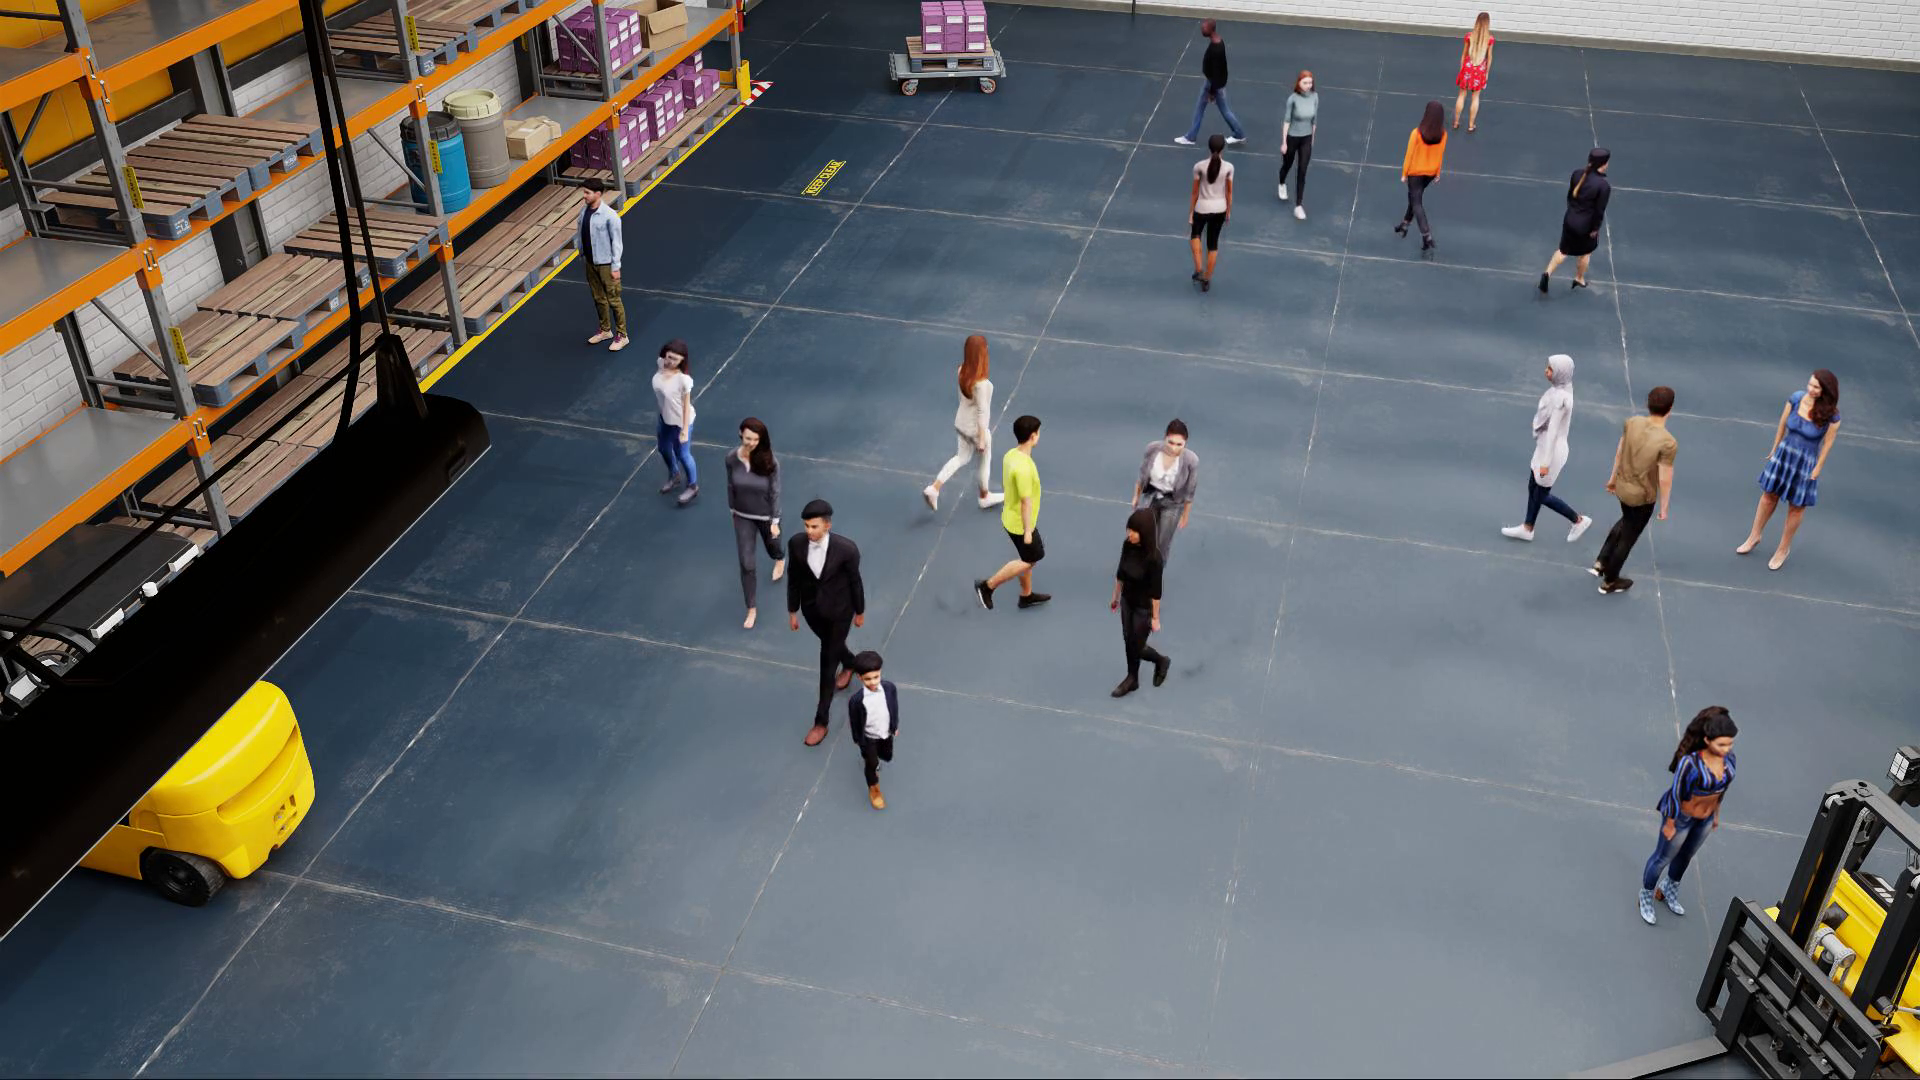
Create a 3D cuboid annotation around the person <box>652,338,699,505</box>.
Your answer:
[{"bbox_3d":[-2.447,-1.054,14.466,0.740,1.647,0.758,-19,38,-26],"label":"person"}]

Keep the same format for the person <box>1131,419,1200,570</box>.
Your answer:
[{"bbox_3d":[1.663,-0.297,13.325,0.734,1.650,0.719,18,38,25],"label":"person"}]

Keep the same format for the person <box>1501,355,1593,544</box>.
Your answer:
[{"bbox_3d":[4.989,-0.703,13.835,0.687,1.761,0.839,9,35,13],"label":"person"}]

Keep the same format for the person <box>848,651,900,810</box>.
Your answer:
[{"bbox_3d":[-0.600,1.247,11.396,0.728,1.215,0.806,-14,36,-20],"label":"person"}]

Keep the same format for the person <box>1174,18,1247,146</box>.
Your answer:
[{"bbox_3d":[3.437,-5.953,21.802,0.990,1.685,1.211,-1,34,-1],"label":"person"}]

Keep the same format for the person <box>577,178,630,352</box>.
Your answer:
[{"bbox_3d":[-3.653,-2.831,16.991,0.747,1.812,0.698,22,39,29],"label":"person"}]

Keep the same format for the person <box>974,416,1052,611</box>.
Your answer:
[{"bbox_3d":[0.406,-0.157,13.097,0.953,1.669,0.948,-4,34,-6],"label":"person"}]

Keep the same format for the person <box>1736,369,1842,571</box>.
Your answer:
[{"bbox_3d":[6.827,-0.589,13.623,0.804,1.805,0.758,-20,38,-27],"label":"person"}]

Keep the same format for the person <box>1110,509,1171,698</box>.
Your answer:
[{"bbox_3d":[1.376,0.446,12.224,0.835,1.631,0.770,-21,39,-28],"label":"person"}]

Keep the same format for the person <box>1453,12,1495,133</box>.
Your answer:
[{"bbox_3d":[6.922,-6.320,22.440,0.587,1.590,0.562,11,35,17],"label":"person"}]

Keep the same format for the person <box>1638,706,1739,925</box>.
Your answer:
[{"bbox_3d":[4.528,1.715,10.329,0.694,1.615,0.719,-10,35,-15],"label":"person"}]

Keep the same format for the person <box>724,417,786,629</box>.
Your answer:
[{"bbox_3d":[-1.574,-0.231,13.152,0.731,1.732,1.171,3,34,5],"label":"person"}]

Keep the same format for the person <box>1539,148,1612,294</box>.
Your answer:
[{"bbox_3d":[6.667,-3.416,18.017,1.131,1.651,1.046,-21,39,-28],"label":"person"}]

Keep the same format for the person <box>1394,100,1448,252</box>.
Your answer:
[{"bbox_3d":[5.326,-4.143,19.052,1.025,1.715,1.168,-13,36,-18],"label":"person"}]

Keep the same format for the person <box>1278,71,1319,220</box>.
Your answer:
[{"bbox_3d":[4.042,-4.813,20.073,0.929,1.700,1.243,-5,34,-7],"label":"person"}]

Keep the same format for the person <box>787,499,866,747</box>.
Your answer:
[{"bbox_3d":[-0.927,0.462,12.023,0.803,1.827,1.264,12,36,18],"label":"person"}]

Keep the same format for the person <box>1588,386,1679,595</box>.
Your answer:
[{"bbox_3d":[5.299,-0.357,13.248,0.902,1.834,0.823,-14,36,-20],"label":"person"}]

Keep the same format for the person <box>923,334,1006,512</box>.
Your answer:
[{"bbox_3d":[0.030,-0.939,14.255,1.083,1.689,1.014,-19,38,-26],"label":"person"}]

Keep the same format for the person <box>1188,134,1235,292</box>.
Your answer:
[{"bbox_3d":[2.725,-3.537,18.123,0.679,1.734,0.675,1,34,1],"label":"person"}]
